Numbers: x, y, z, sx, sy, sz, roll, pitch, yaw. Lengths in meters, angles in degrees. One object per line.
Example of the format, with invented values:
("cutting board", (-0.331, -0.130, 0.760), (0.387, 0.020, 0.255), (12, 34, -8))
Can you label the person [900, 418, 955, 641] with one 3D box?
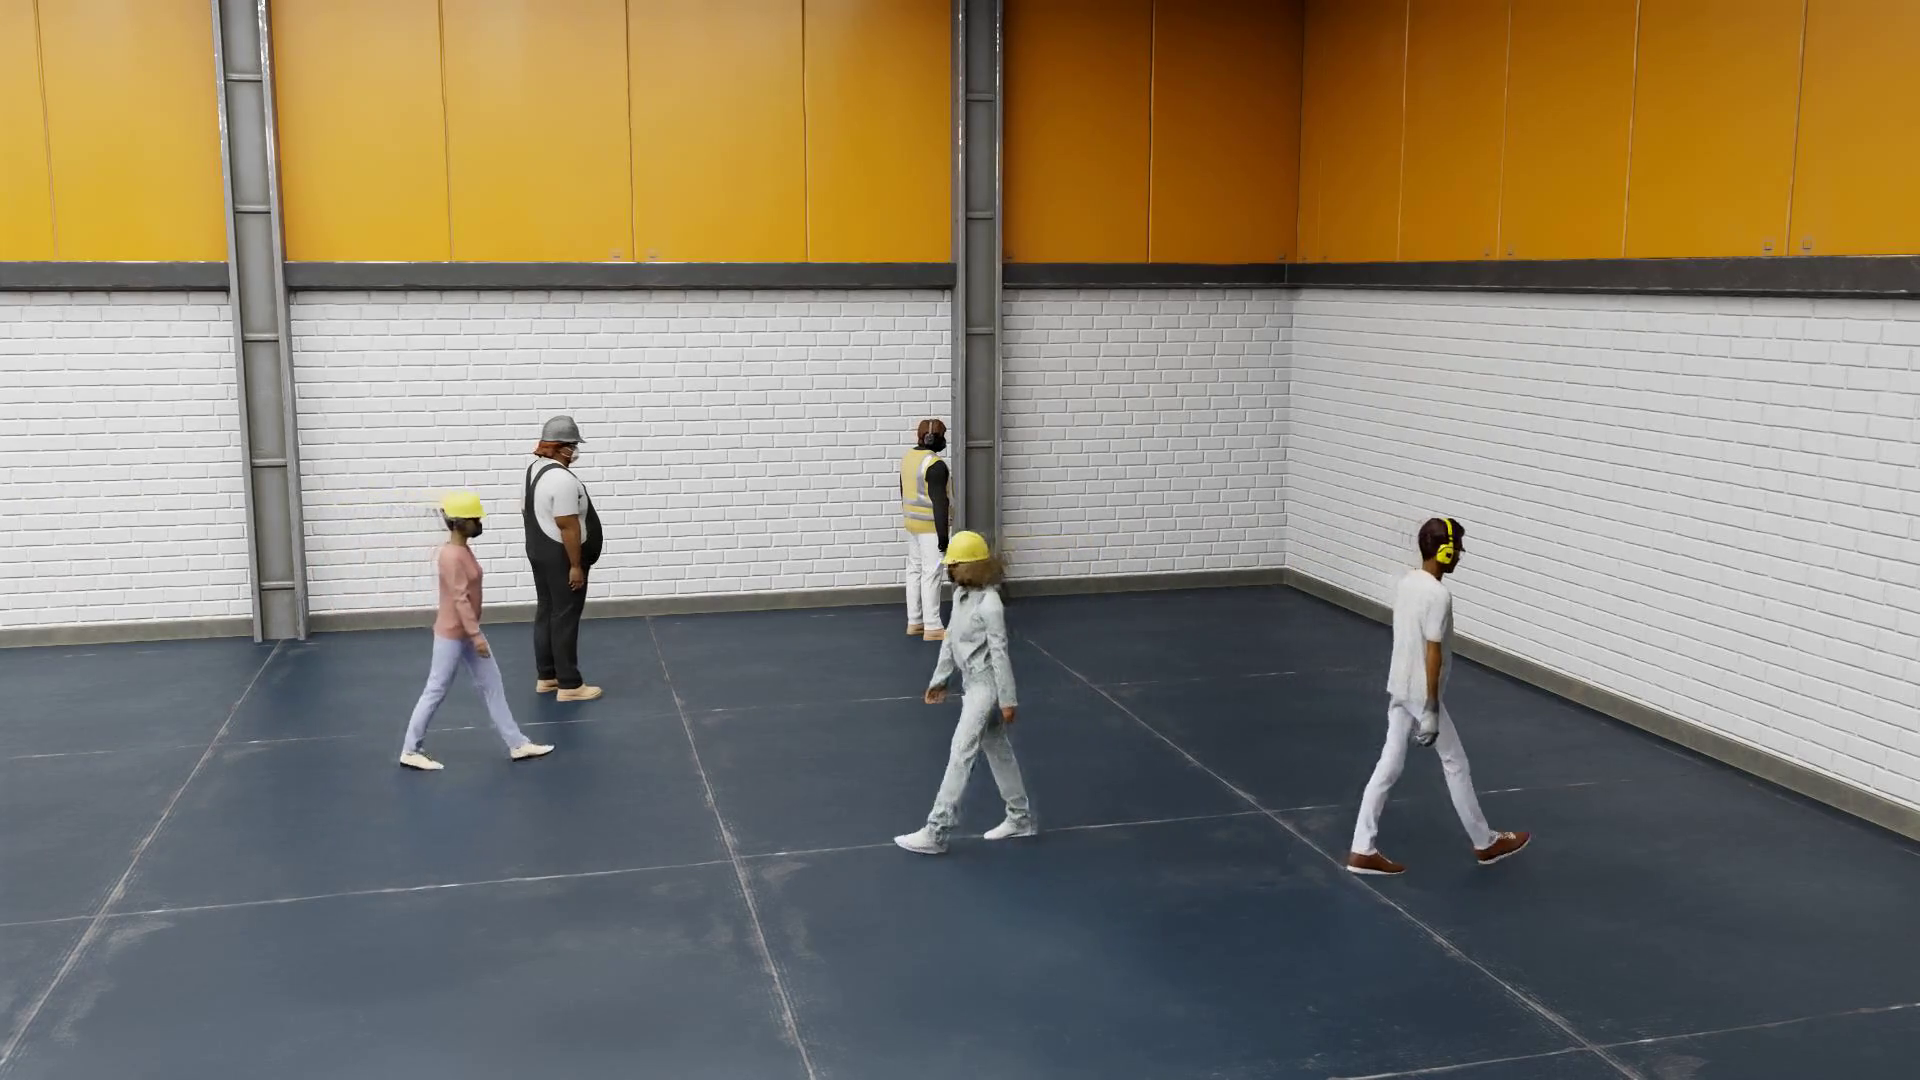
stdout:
("person", (-0.252, -0.091, 13.840), (0.429, 1.839, 0.634), (-5, 10, -28))

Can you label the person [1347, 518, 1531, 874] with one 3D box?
("person", (2.410, 0.795, 8.392), (0.993, 1.810, 0.531), (-2, 9, -13))

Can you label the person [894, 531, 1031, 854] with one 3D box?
("person", (0.010, 0.797, 8.727), (0.876, 1.702, 0.494), (-3, 10, -17))

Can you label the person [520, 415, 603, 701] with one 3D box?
("person", (-2.825, 0.116, 11.921), (0.535, 2.000, 0.685), (-7, 11, -36))

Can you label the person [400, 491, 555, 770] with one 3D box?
("person", (-3.017, 0.560, 10.158), (0.911, 1.721, 0.523), (0, 9, -2))
